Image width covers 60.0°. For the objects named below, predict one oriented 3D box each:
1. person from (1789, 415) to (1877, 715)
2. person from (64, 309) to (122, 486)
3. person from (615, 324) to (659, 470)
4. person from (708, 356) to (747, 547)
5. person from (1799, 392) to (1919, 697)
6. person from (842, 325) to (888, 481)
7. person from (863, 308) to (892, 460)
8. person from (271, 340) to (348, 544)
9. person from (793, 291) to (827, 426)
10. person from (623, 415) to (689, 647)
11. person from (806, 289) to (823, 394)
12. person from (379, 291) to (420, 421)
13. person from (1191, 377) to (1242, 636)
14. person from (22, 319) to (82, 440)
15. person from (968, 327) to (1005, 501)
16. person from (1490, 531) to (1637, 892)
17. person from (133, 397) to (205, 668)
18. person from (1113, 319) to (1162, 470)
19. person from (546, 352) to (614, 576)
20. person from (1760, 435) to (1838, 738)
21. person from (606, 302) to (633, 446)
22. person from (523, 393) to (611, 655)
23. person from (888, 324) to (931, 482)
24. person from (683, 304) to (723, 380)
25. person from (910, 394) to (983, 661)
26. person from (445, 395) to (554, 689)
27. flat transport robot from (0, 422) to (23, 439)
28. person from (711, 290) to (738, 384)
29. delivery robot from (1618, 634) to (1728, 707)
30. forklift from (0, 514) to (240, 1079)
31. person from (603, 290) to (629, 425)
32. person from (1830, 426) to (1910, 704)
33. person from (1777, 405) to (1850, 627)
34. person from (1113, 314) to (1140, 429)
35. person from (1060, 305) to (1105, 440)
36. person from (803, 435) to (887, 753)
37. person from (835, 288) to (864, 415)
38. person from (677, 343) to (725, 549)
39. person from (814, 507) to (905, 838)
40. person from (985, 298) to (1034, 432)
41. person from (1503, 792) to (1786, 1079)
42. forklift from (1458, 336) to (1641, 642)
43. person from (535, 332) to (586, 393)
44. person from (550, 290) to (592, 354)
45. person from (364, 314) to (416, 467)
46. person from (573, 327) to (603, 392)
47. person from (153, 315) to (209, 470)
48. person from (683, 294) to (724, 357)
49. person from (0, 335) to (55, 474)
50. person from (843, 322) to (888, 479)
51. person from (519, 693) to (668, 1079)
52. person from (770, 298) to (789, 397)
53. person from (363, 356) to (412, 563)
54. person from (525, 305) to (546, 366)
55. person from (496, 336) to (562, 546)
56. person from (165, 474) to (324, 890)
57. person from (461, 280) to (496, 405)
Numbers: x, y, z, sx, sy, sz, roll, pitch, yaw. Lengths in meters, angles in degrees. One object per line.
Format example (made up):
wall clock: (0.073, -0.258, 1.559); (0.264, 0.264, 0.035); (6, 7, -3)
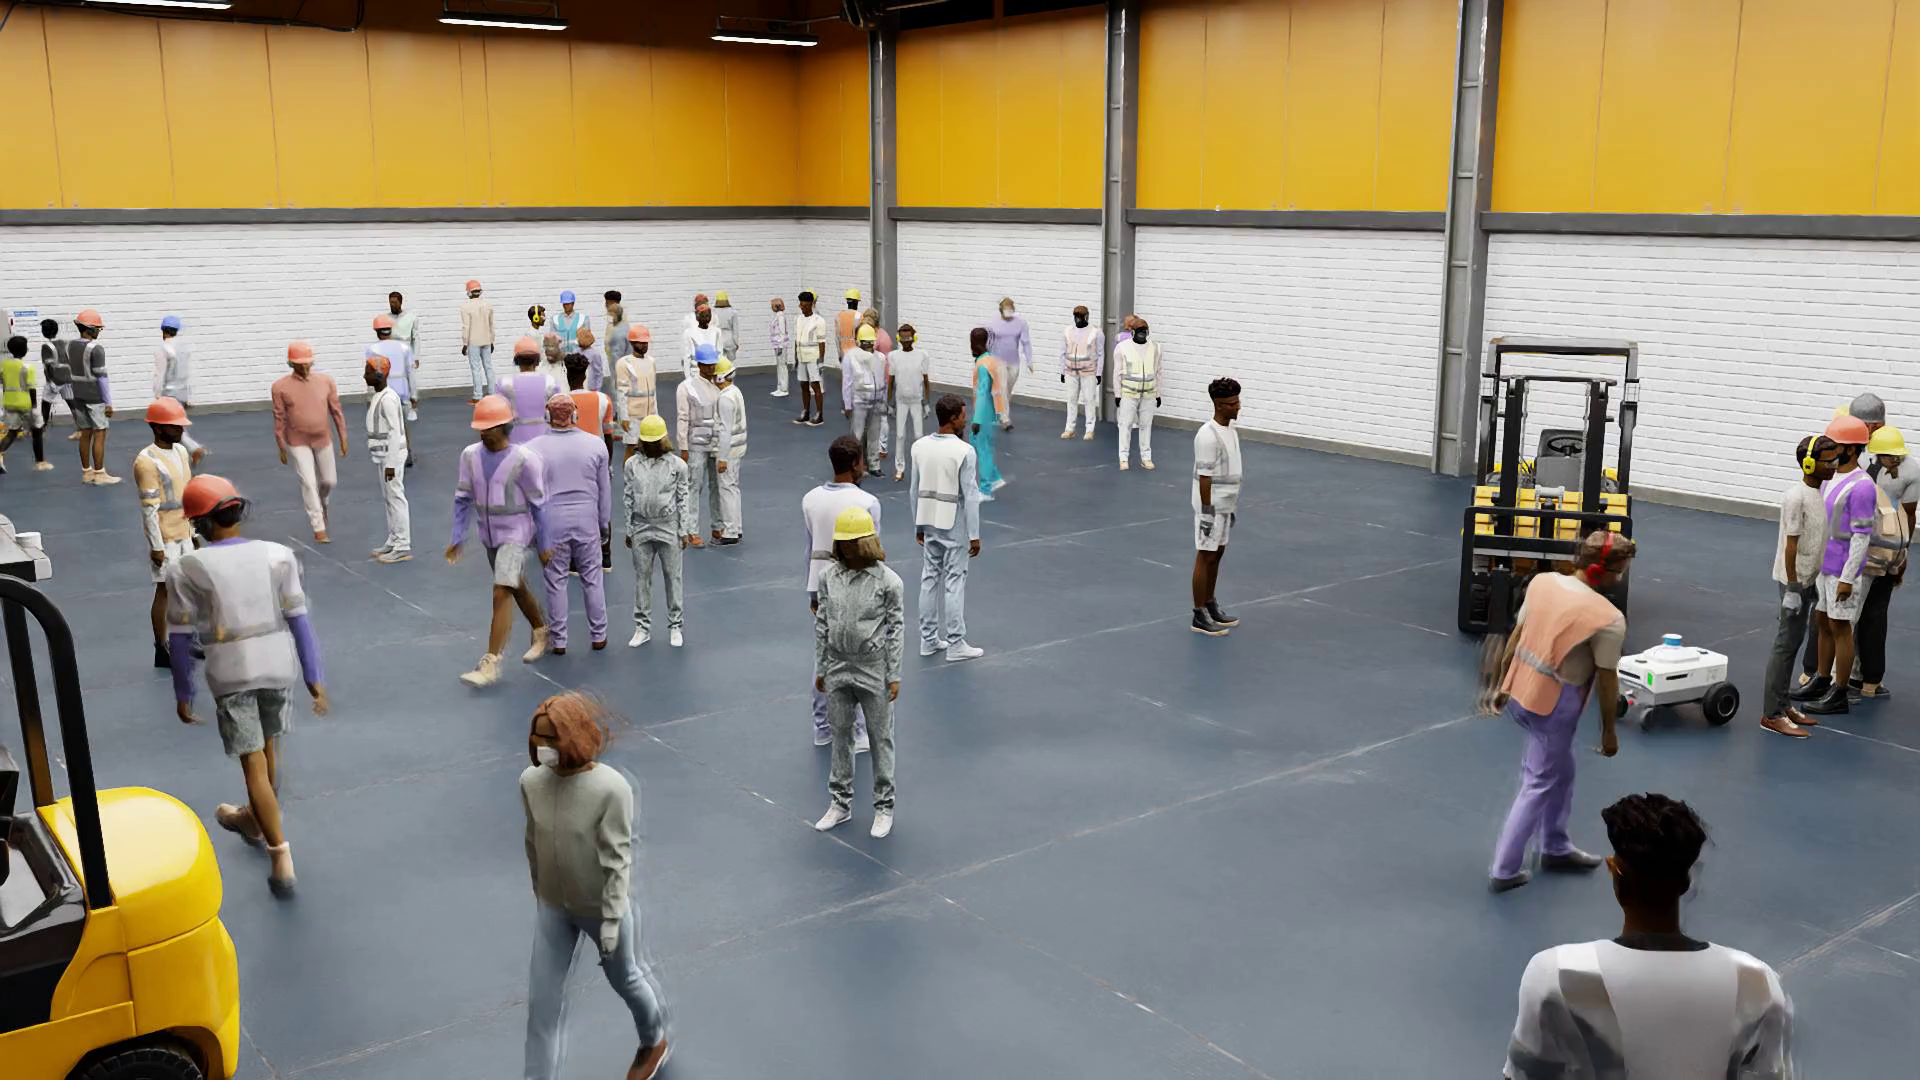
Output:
person: (5.624, 0.161, 10.707); (0.358, 1.938, 0.542); (1, 12, 6)
person: (-9.972, -1.631, 19.154); (0.612, 2.029, 0.410); (6, 13, 27)
person: (-3.487, -1.385, 18.174); (0.365, 1.939, 0.542); (8, 14, 35)
person: (-2.236, -0.845, 15.869); (0.403, 1.817, 0.601); (0, 12, -2)
person: (5.980, 0.022, 11.129); (0.684, 2.000, 0.538); (5, 13, 24)
person: (-1.090, -1.607, 19.500); (0.601, 1.831, 0.404); (-8, 14, -33)
person: (-1.096, -1.963, 20.999); (0.406, 1.931, 0.630); (-7, 14, -30)
person: (-6.306, -0.972, 16.123); (0.662, 1.958, 0.744); (-7, 13, -30)
person: (-2.196, -2.645, 24.221); (0.607, 1.958, 0.374); (11, 16, 41)
person: (-2.244, -0.063, 12.279); (0.484, 1.737, 0.308); (0, 12, 2)
person: (-2.494, -3.330, 27.996); (0.325, 1.769, 0.532); (-2, 12, -12)
person: (-8.321, -2.731, 24.721); (0.596, 1.918, 0.384); (1, 12, 4)
person: (1.967, -0.271, 12.723); (0.371, 1.966, 0.608); (6, 13, 26)
person: (-12.347, -2.166, 22.606); (0.830, 1.655, 0.548); (1, 12, 7)
person: (0.282, -1.377, 18.222); (0.419, 1.901, 0.690); (1, 12, 2)
person: (2.898, 0.813, 7.920); (0.733, 1.792, 0.658); (-3, 12, -14)
person: (-5.557, -0.051, 11.770); (0.392, 1.929, 0.539); (1, 12, 3)
person: (2.176, -1.774, 20.286); (0.627, 1.844, 0.429); (-2, 12, -11)
person: (-3.325, -0.663, 14.614); (0.607, 1.966, 0.373); (-7, 14, -31)
person: (5.229, 0.276, 10.318); (0.329, 1.873, 0.515); (9, 15, 37)
person: (-4.525, -2.233, 22.346); (0.564, 1.921, 0.744); (-1, 12, -6)
person: (-2.863, -0.117, 12.124); (0.642, 1.910, 0.401); (-5, 13, -21)
person: (-0.591, -1.594, 19.383); (0.512, 1.861, 0.320); (1, 12, 4)
person: (-3.457, -2.240, 22.463); (0.579, 1.878, 0.354); (-8, 14, -35)
person: (-0.109, -0.089, 11.965); (0.597, 1.915, 0.371); (10, 15, 40)
person: (-3.160, -0.024, 11.528); (0.613, 1.986, 1.098); (5, 13, 24)
flat transport robot: (-13.638, -1.522, 22.881); (1.431, 0.197, 0.652); (5, 13, 22)
person: (-4.004, -3.354, 28.161); (0.504, 1.730, 0.346); (-2, 12, -8)
delivery robot: (4.506, 0.841, 10.554); (0.707, 0.478, 0.477); (-5, 13, -23)
forklift: (-3.687, 1.115, 5.480); (2.313, 2.155, 1.214); (-9, 15, -36)
person: (-5.012, -2.670, 24.310); (0.361, 1.964, 0.616); (-6, 13, -28)
person: (6.006, 0.160, 10.965); (0.587, 1.835, 0.403); (-6, 13, -25)
person: (6.743, -0.174, 12.831); (0.753, 1.730, 0.544); (1, 12, 4)
person: (2.441, -2.403, 23.815); (0.523, 1.638, 0.310); (7, 14, 31)
person: (1.656, -2.291, 22.781); (0.627, 1.843, 0.429); (6, 13, 26)
person: (-0.706, 0.329, 9.980); (0.591, 1.912, 0.389); (10, 16, 41)
person: (-1.628, -2.858, 25.316); (0.587, 1.926, 0.368); (7, 13, 29)
person: (-2.397, -0.900, 15.809); (0.615, 1.945, 0.404); (-10, 15, -39)
person: (-0.535, 0.684, 8.652); (0.493, 1.743, 0.295); (4, 12, 19)
person: (0.691, -2.486, 23.625); (0.655, 1.874, 1.023); (-3, 12, -14)
person: (1.621, 1.544, 4.084); (0.617, 1.907, 0.976); (-1, 12, -4)
forklift: (4.683, -0.471, 13.136); (1.214, 2.155, 2.313); (4, 12, 20)
person: (-4.304, -1.335, 18.099); (0.646, 1.877, 0.857); (3, 12, 16)
person: (-5.723, -2.696, 24.482); (0.605, 1.947, 0.405); (0, 12, -1)
person: (-6.860, -1.755, 20.042); (0.527, 1.909, 0.551); (11, 16, 43)
person: (-4.847, -1.947, 21.627); (0.501, 1.631, 0.287); (8, 14, 33)
person: (-9.444, -1.734, 19.947); (0.676, 1.902, 0.628); (0, 12, 0)
person: (-3.819, -2.766, 25.061); (0.573, 1.849, 0.848); (-10, 15, -39)
person: (-11.276, -1.606, 19.875); (0.530, 1.675, 0.736); (2, 12, 10)
person: (-1.075, -1.633, 19.585); (0.680, 1.845, 0.529); (-6, 13, -27)
person: (-1.361, 1.316, 5.972); (0.500, 1.592, 0.853); (4, 12, 20)
person: (-3.006, -3.209, 27.707); (0.311, 1.640, 0.513); (-3, 12, -14)
person: (-5.225, -0.735, 15.172); (0.359, 1.882, 0.575); (-6, 13, -26)
person: (-5.707, -2.230, 22.458); (0.332, 1.858, 0.505); (-3, 12, -15)
person: (-4.025, -0.894, 15.620); (0.638, 2.017, 0.801); (-4, 12, -20)
person: (-3.494, 0.667, 8.142); (0.644, 1.975, 1.067); (-11, 16, -43)
person: (-7.713, -3.156, 26.588); (0.396, 1.993, 0.617); (9, 14, 36)
